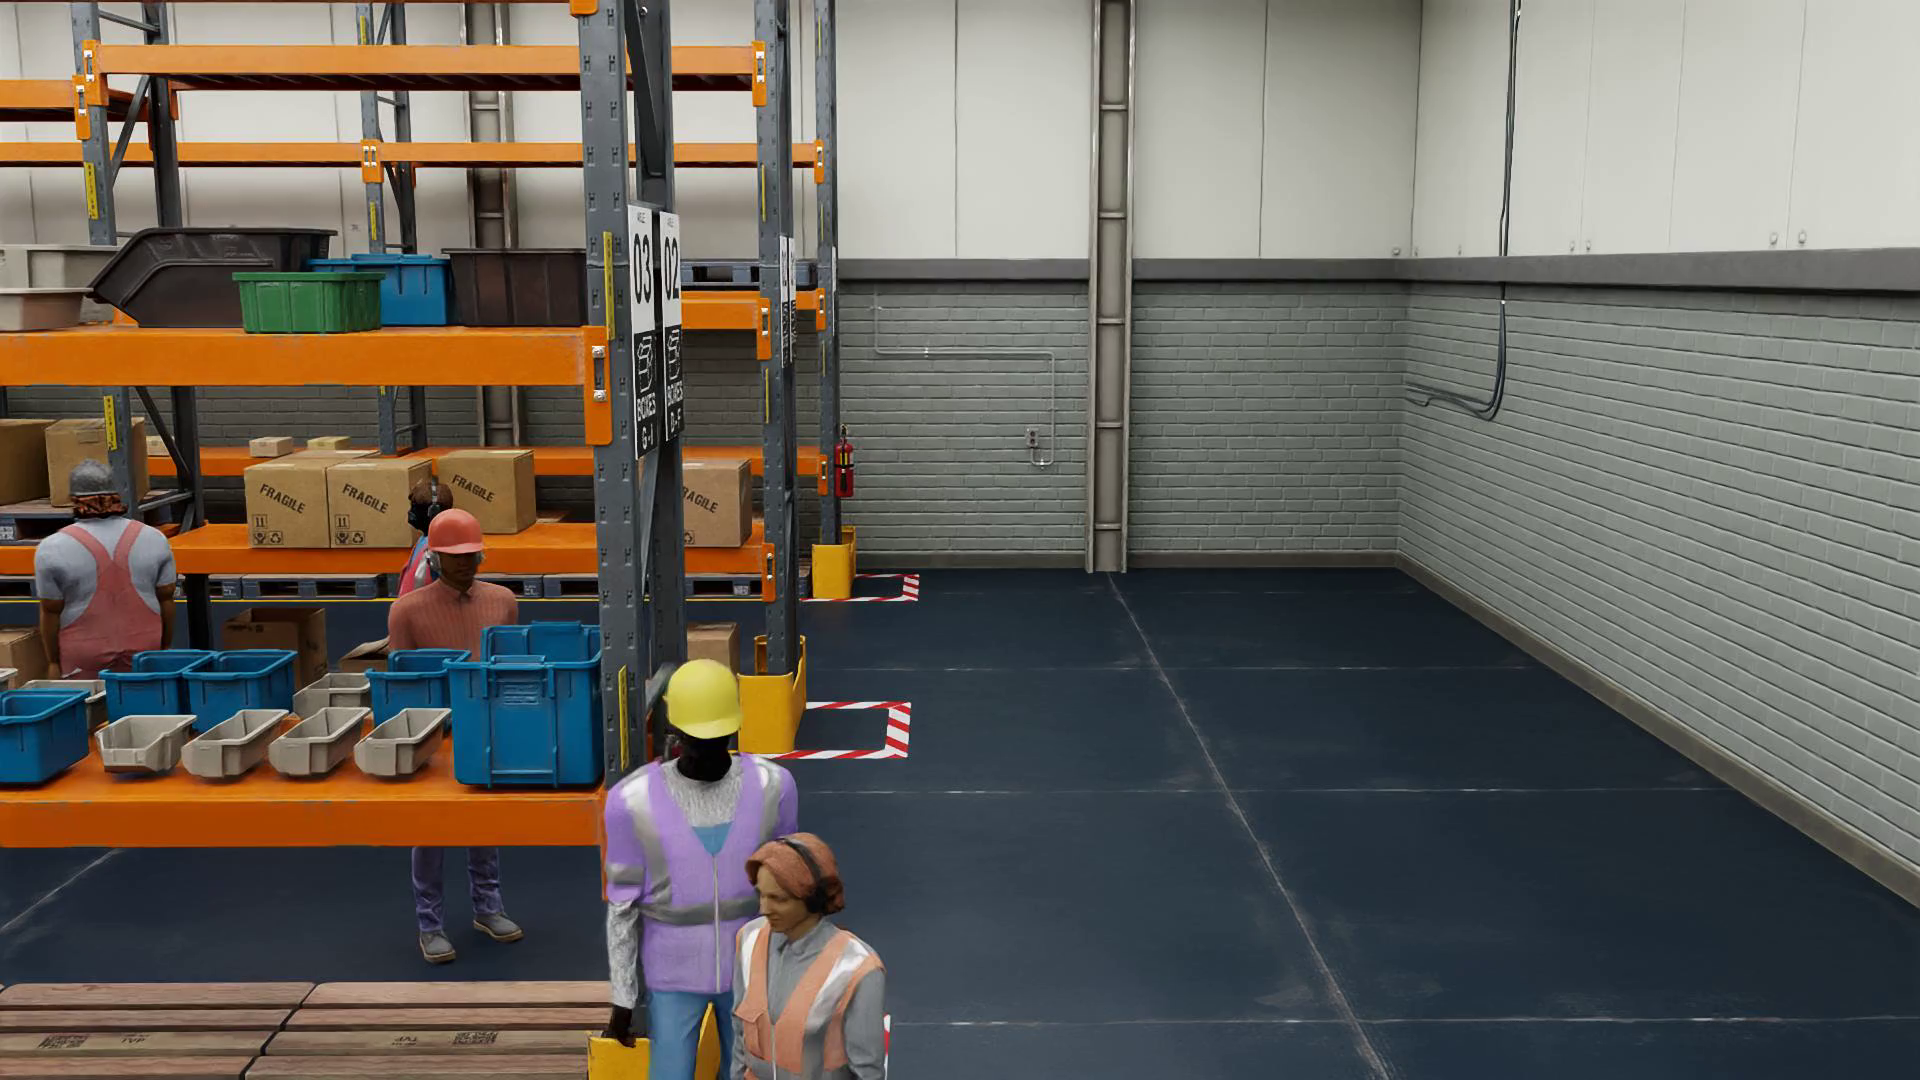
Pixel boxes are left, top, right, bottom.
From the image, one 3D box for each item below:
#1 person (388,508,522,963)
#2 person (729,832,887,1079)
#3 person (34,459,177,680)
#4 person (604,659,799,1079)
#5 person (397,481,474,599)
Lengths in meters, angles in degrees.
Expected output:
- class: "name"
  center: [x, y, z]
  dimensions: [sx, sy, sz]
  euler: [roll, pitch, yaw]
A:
- class: "person"
  center: [-2.207, 0.846, 7.377]
  dimensions: [0.613, 1.995, 0.390]
  euler: [-8, 12, -41]
- class: "person"
  center: [-0.386, 1.534, 4.275]
  dimensions: [0.524, 1.631, 0.320]
  euler: [8, 12, 39]
- class: "person"
  center: [-4.599, 0.564, 8.969]
  dimensions: [0.680, 2.000, 0.535]
  euler: [-8, 12, -41]
- class: "person"
  center: [-0.748, 1.280, 4.987]
  dimensions: [0.601, 1.913, 0.406]
  euler: [-4, 10, -21]
- class: "person"
  center: [-2.971, 0.581, 9.471]
  dimensions: [0.429, 1.845, 0.621]
  euler: [-5, 10, -27]
